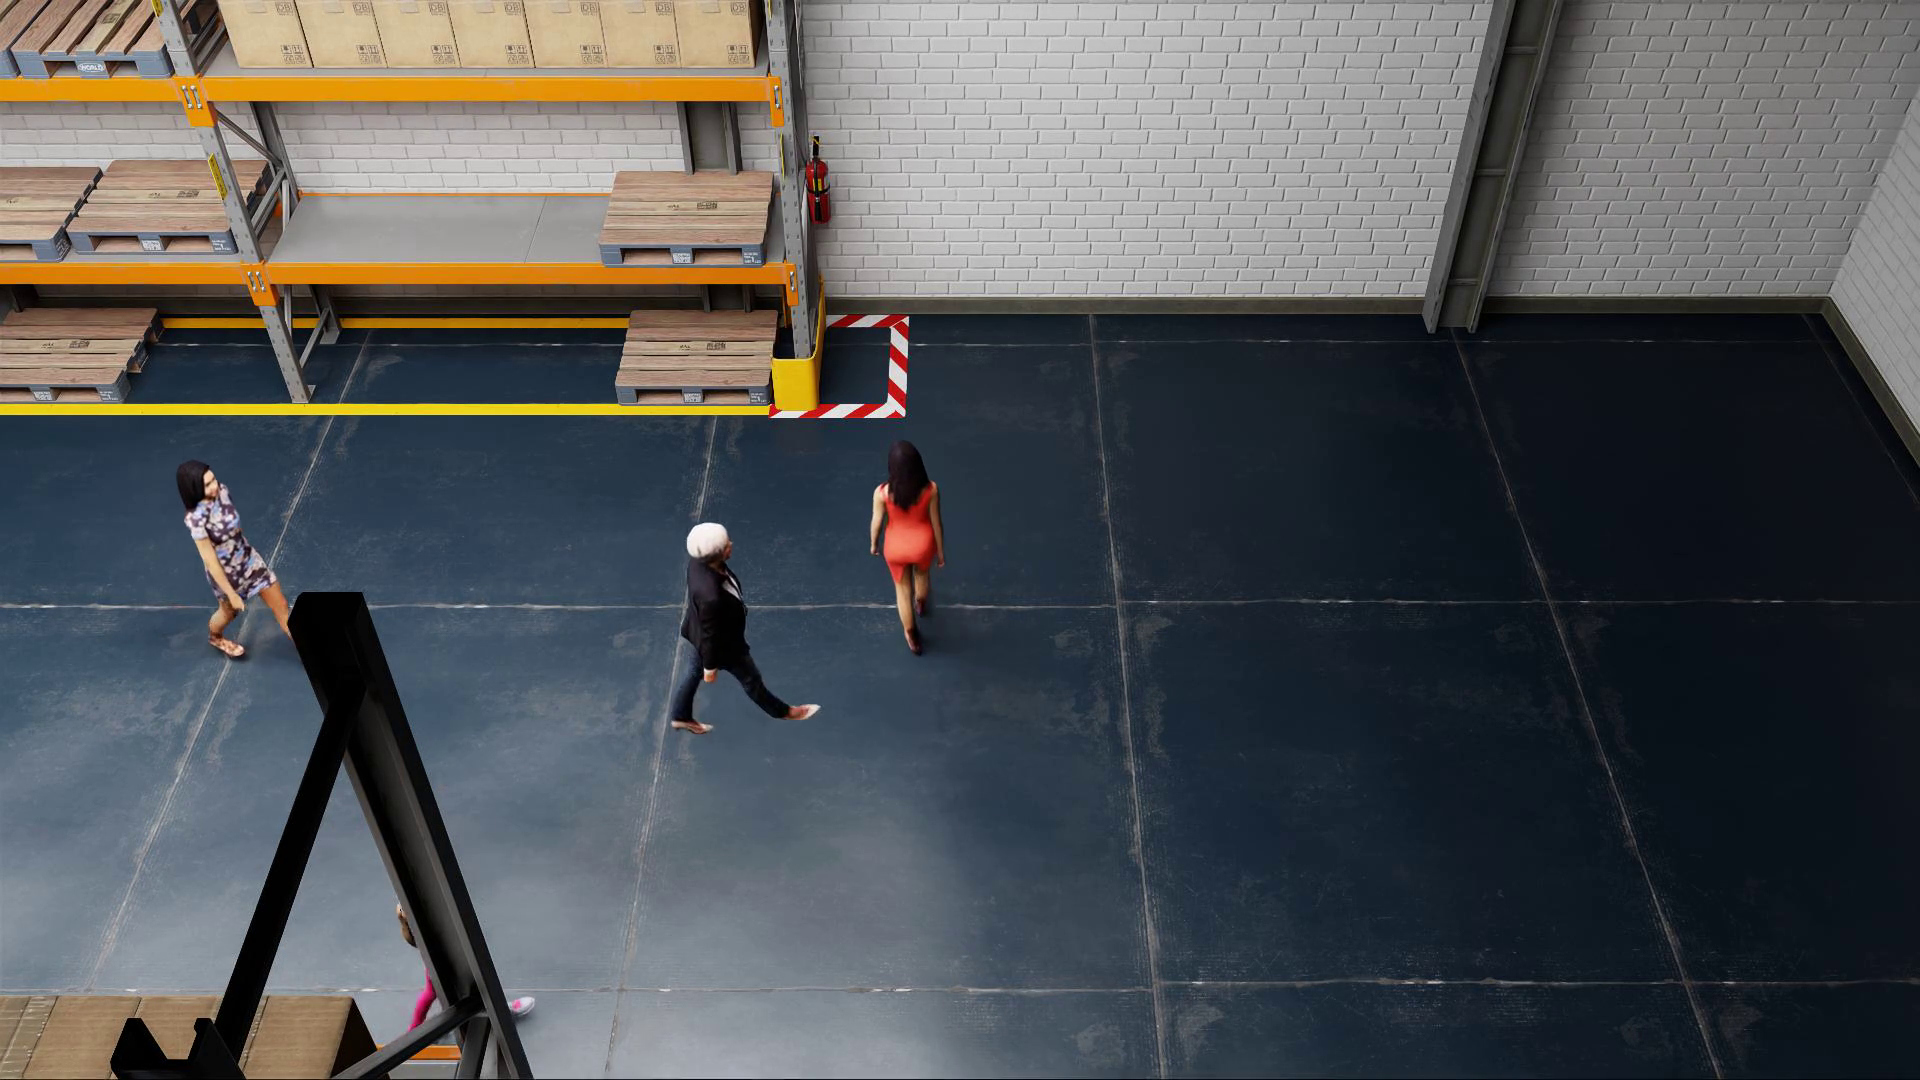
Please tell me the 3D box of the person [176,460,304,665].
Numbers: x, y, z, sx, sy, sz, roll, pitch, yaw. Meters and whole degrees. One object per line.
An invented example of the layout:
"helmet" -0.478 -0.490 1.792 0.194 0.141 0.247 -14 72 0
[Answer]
"person" -4.684 0.196 10.568 1.190 1.690 0.791 8 44 9

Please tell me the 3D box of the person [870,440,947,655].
"person" -0.313 0.103 10.654 0.804 1.705 0.770 -7 44 -7

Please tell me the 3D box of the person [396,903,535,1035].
"person" -2.773 2.247 8.738 0.972 1.245 0.770 -20 47 -20

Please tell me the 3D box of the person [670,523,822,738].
"person" -1.446 0.536 9.375 1.168 1.733 0.902 -8 44 -9
